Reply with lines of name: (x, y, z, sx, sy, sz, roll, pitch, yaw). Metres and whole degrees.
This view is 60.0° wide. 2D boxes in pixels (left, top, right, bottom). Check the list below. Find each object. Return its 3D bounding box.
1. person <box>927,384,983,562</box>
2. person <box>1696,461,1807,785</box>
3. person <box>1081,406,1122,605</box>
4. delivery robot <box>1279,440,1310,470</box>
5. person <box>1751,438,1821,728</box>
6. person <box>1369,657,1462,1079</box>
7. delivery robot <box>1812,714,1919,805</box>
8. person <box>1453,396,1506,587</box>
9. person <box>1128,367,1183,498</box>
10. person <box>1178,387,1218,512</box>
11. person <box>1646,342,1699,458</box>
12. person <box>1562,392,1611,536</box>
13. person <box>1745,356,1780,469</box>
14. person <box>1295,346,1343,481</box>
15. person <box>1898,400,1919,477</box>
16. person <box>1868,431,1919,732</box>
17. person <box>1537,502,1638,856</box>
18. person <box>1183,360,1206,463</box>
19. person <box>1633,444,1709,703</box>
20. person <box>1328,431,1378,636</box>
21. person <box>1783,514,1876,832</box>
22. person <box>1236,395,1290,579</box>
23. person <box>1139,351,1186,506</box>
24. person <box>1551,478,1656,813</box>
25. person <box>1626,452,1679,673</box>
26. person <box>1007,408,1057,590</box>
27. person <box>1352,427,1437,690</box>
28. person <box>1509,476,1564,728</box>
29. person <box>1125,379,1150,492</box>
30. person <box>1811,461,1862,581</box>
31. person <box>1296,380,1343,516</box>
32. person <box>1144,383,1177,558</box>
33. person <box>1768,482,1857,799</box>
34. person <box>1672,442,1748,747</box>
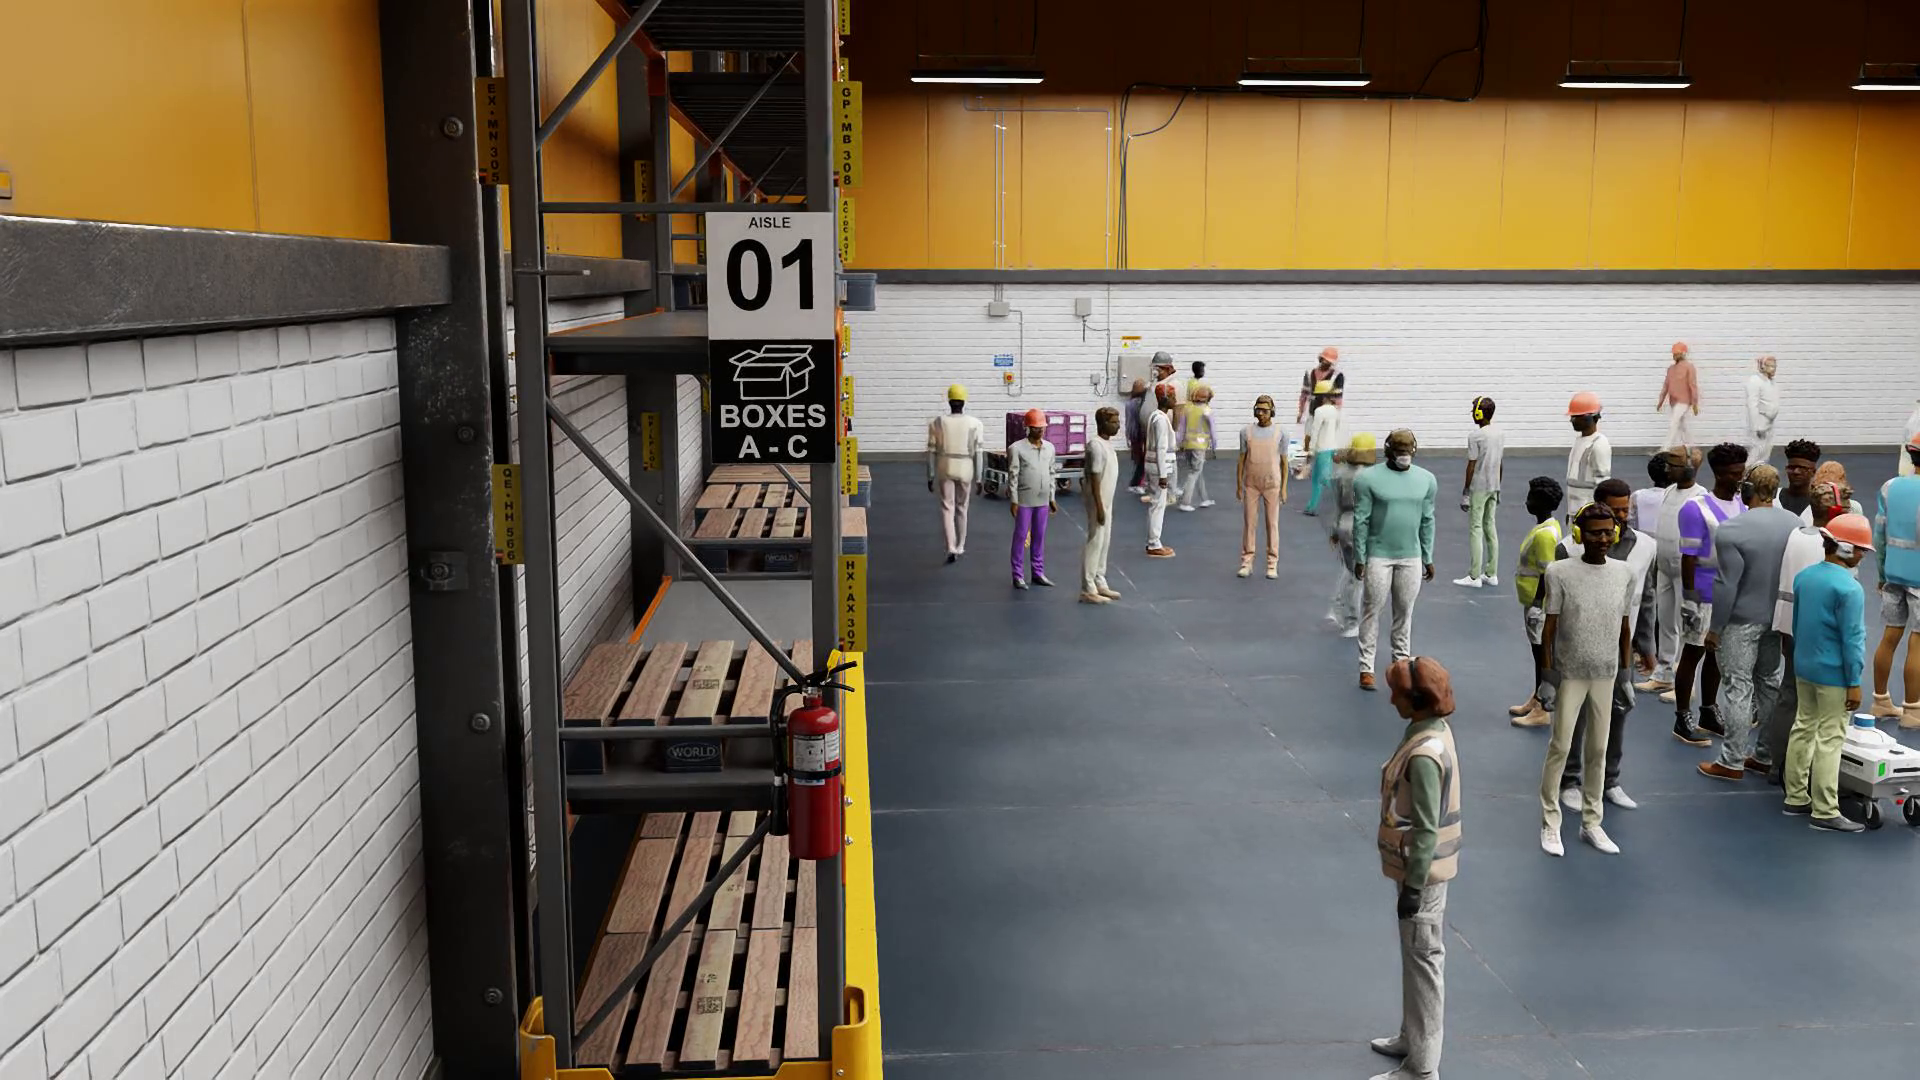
person: (-0.049, -0.720, 17.714, 0.591, 1.889, 0.940, 0, 9, -1)
person: (4.722, 0.494, 9.935, 0.631, 1.940, 0.372, -3, 10, -21)
person: (1.310, -0.324, 15.408, 0.346, 1.838, 0.517, 3, 10, 20)
delivery robot: (5.006, -1.262, 24.997, 0.477, 0.478, 0.707, -1, 9, -8)
person: (5.499, 0.307, 11.021, 0.604, 1.966, 0.367, 8, 12, 40)
person: (1.711, 1.234, 6.221, 0.306, 1.640, 0.523, 3, 9, 16)
delivery robot: (5.084, 1.226, 9.378, 0.477, 0.478, 0.707, -2, 9, -11)
person: (5.088, -0.466, 16.218, 0.509, 1.862, 0.328, -6, 11, -33)
person: (2.704, -1.510, 22.806, 1.034, 1.856, 0.639, 8, 12, 40)
person: (3.108, -1.171, 21.398, 0.772, 1.597, 0.523, -6, 11, -35)
person: (11.598, -2.232, 27.016, 1.010, 1.940, 0.672, -2, 9, -12)
person: (5.347, -0.253, 14.317, 0.379, 2.035, 0.615, 0, 9, 1)
person: (11.363, -1.658, 23.600, 0.669, 1.888, 0.484, -7, 12, -38)
person: (5.324, -1.864, 24.571, 0.726, 2.010, 0.559, 7, 12, 39)
person: (9.844, -0.663, 16.881, 0.540, 2.000, 0.691, 9, 13, 44)
person: (6.410, 0.254, 11.122, 0.392, 2.039, 0.615, -2, 9, -13)
person: (3.285, 0.724, 8.707, 0.513, 1.872, 0.328, -1, 9, -4)
person: (3.764, -2.049, 26.712, 0.387, 1.673, 0.560, 1, 9, 7)
person: (5.112, 0.236, 11.852, 0.345, 1.844, 0.508, -2, 9, -13)
person: (3.351, -0.046, 13.997, 0.393, 1.733, 0.499, -6, 11, -31)
person: (4.794, 0.717, 9.142, 0.340, 1.741, 0.565, -1, 9, -4)
person: (3.023, -0.531, 16.663, 0.514, 1.845, 0.338, 3, 10, 18)
person: (2.632, -1.476, 21.987, 0.538, 2.000, 0.689, -4, 10, -24)
person: (3.630, 0.588, 9.446, 0.590, 1.912, 0.394, -2, 9, -10)
person: (5.337, 0.170, 12.729, 0.318, 1.697, 0.535, -5, 11, -31)
person: (0.713, -0.403, 16.138, 0.561, 1.753, 0.327, -6, 11, -34)
person: (3.179, 0.135, 12.194, 0.627, 1.938, 0.372, -1, 9, -6)
person: (3.897, 0.414, 11.195, 0.318, 1.697, 0.533, 3, 9, 17)
person: (2.549, -1.427, 23.034, 0.531, 1.606, 0.643, 0, 9, -3)
person: (6.567, 0.213, 12.655, 0.507, 1.633, 0.278, 7, 11, 36)
person: (4.604, -1.123, 20.734, 0.775, 1.734, 0.528, 6, 11, 33)
person: (2.162, -0.747, 17.936, 0.351, 1.878, 0.569, 1, 9, 7)
person: (4.966, 0.578, 9.698, 0.373, 1.843, 0.571, -2, 9, -11)
person: (4.901, 0.344, 10.788, 0.602, 1.967, 0.366, -5, 10, -28)
